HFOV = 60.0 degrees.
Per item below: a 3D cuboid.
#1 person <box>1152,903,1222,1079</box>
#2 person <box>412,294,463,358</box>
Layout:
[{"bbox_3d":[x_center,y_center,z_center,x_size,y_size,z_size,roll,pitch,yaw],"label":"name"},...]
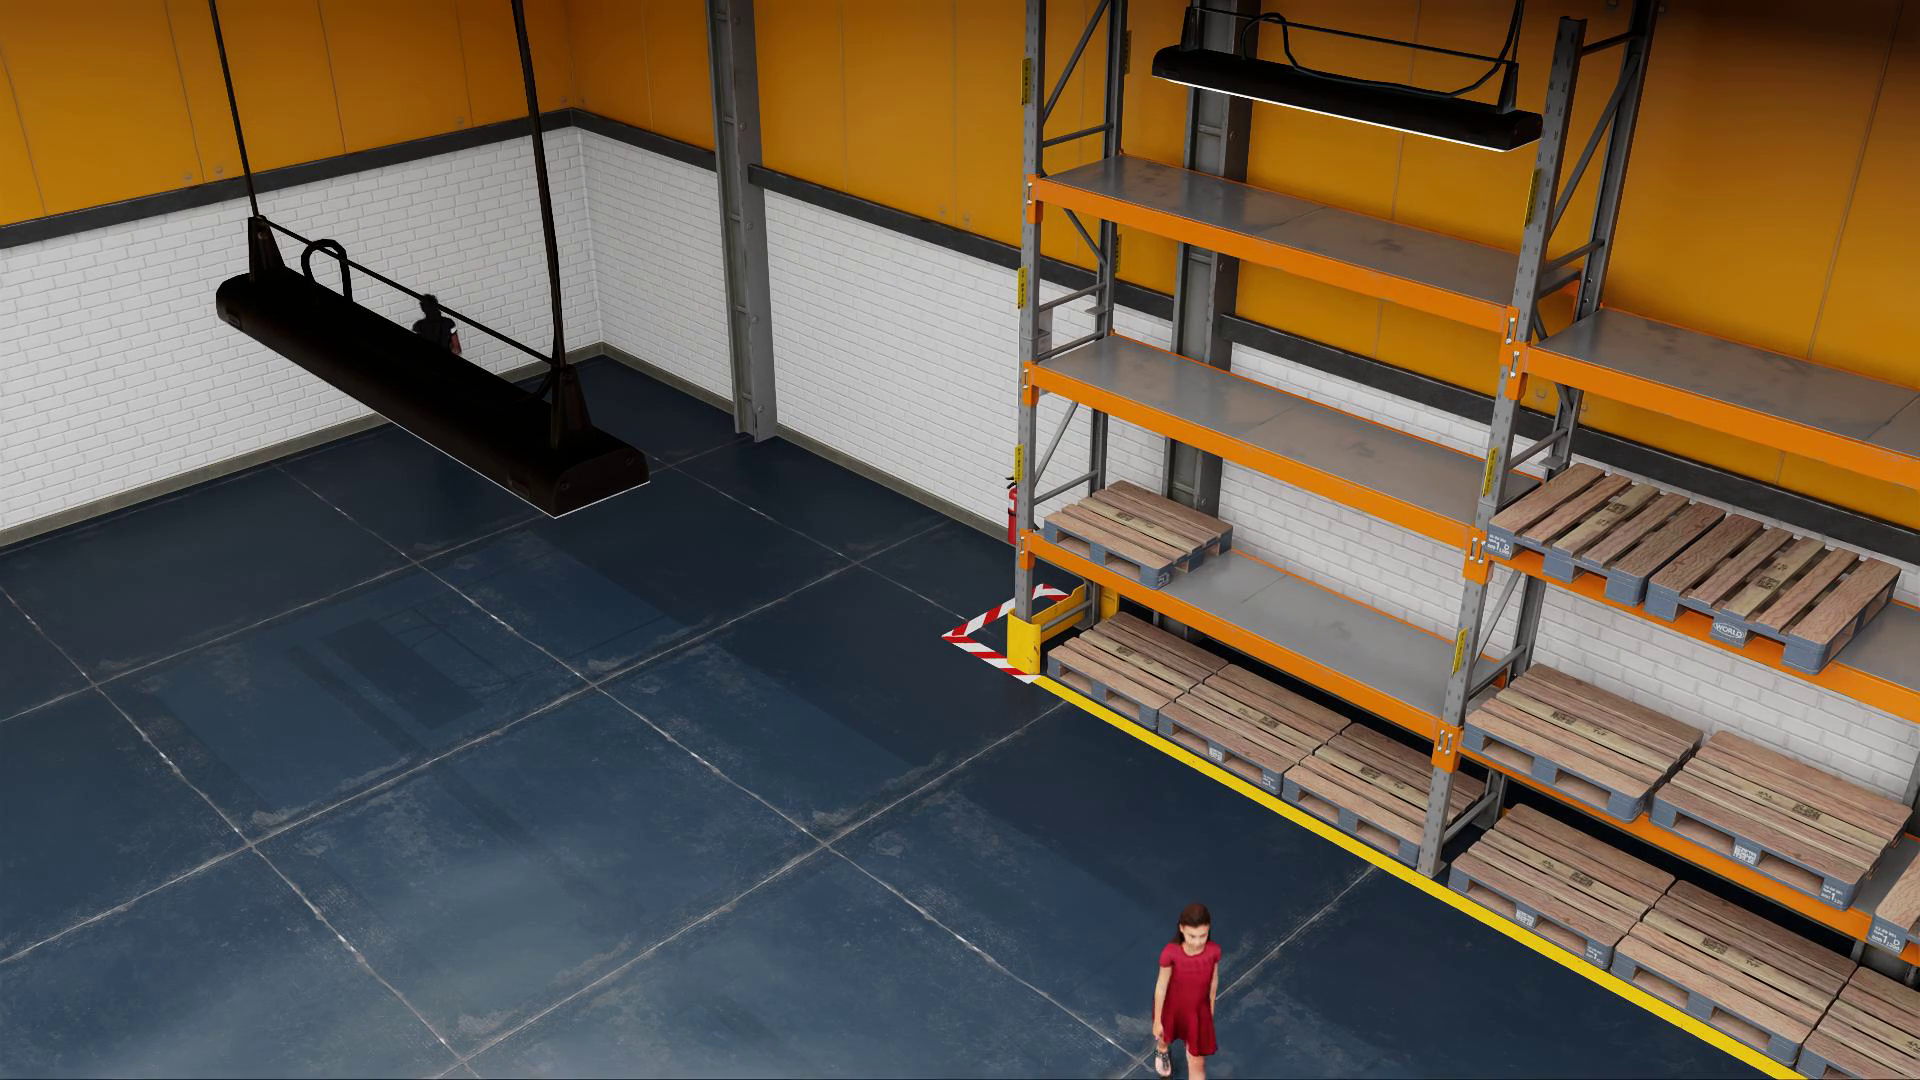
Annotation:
[{"bbox_3d":[1.312,2.713,9.843,0.994,1.511,1.119,-3,29,-5],"label":"person"},{"bbox_3d":[-5.624,-1.841,17.963,0.749,1.730,0.761,-6,29,-12],"label":"person"}]
